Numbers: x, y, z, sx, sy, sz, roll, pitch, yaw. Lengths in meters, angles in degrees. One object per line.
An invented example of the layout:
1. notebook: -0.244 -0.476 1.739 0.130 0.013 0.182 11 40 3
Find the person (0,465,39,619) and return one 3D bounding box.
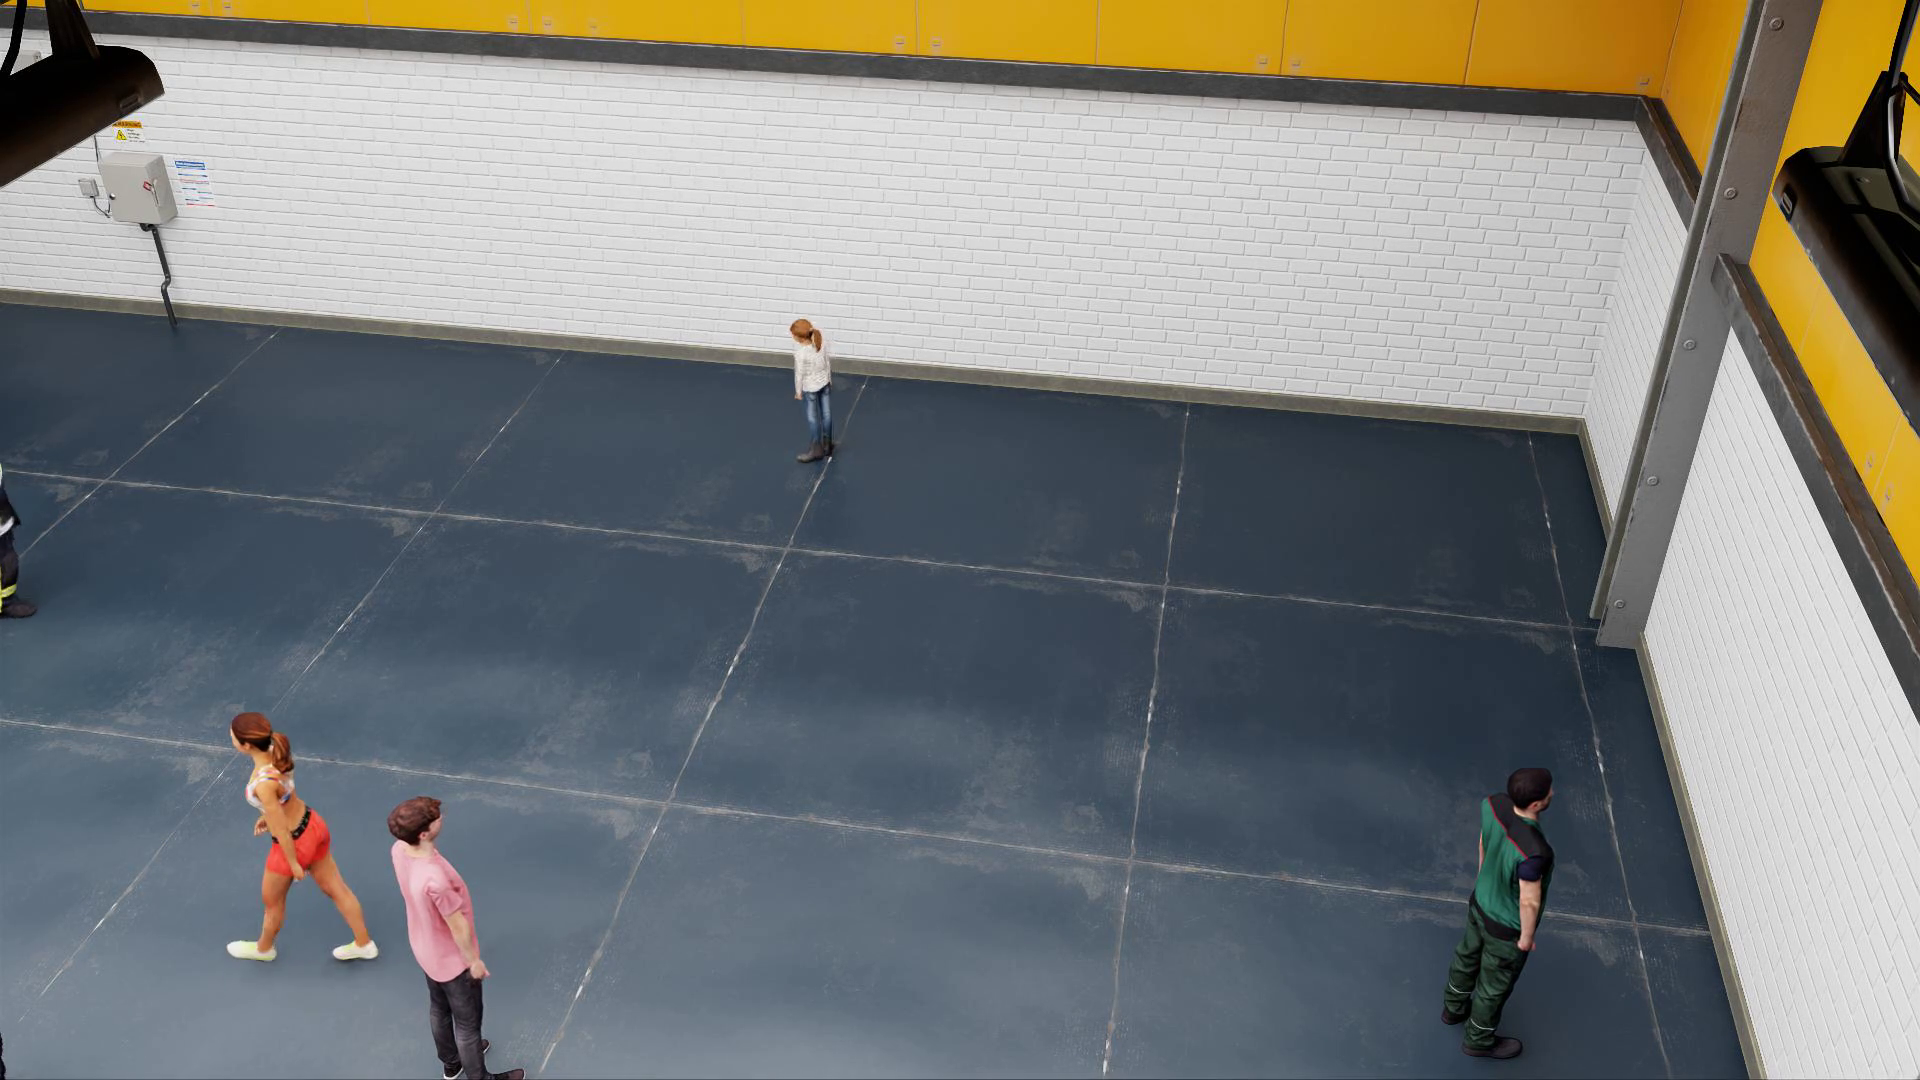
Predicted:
1. person: -7.112 -0.282 11.984 1.100 1.948 0.967 -23 40 -31

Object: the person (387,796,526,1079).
1. person: -2.623 2.077 8.426 0.724 1.958 0.742 28 43 35

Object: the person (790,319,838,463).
1. person: -1.193 -1.298 14.096 0.601 1.303 0.685 -15 36 -21

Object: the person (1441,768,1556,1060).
1. person: 2.839 1.929 8.700 0.806 1.902 0.657 -7 34 -11

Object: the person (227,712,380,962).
1. person: -3.573 1.681 9.204 0.734 1.757 1.023 0 34 -1
